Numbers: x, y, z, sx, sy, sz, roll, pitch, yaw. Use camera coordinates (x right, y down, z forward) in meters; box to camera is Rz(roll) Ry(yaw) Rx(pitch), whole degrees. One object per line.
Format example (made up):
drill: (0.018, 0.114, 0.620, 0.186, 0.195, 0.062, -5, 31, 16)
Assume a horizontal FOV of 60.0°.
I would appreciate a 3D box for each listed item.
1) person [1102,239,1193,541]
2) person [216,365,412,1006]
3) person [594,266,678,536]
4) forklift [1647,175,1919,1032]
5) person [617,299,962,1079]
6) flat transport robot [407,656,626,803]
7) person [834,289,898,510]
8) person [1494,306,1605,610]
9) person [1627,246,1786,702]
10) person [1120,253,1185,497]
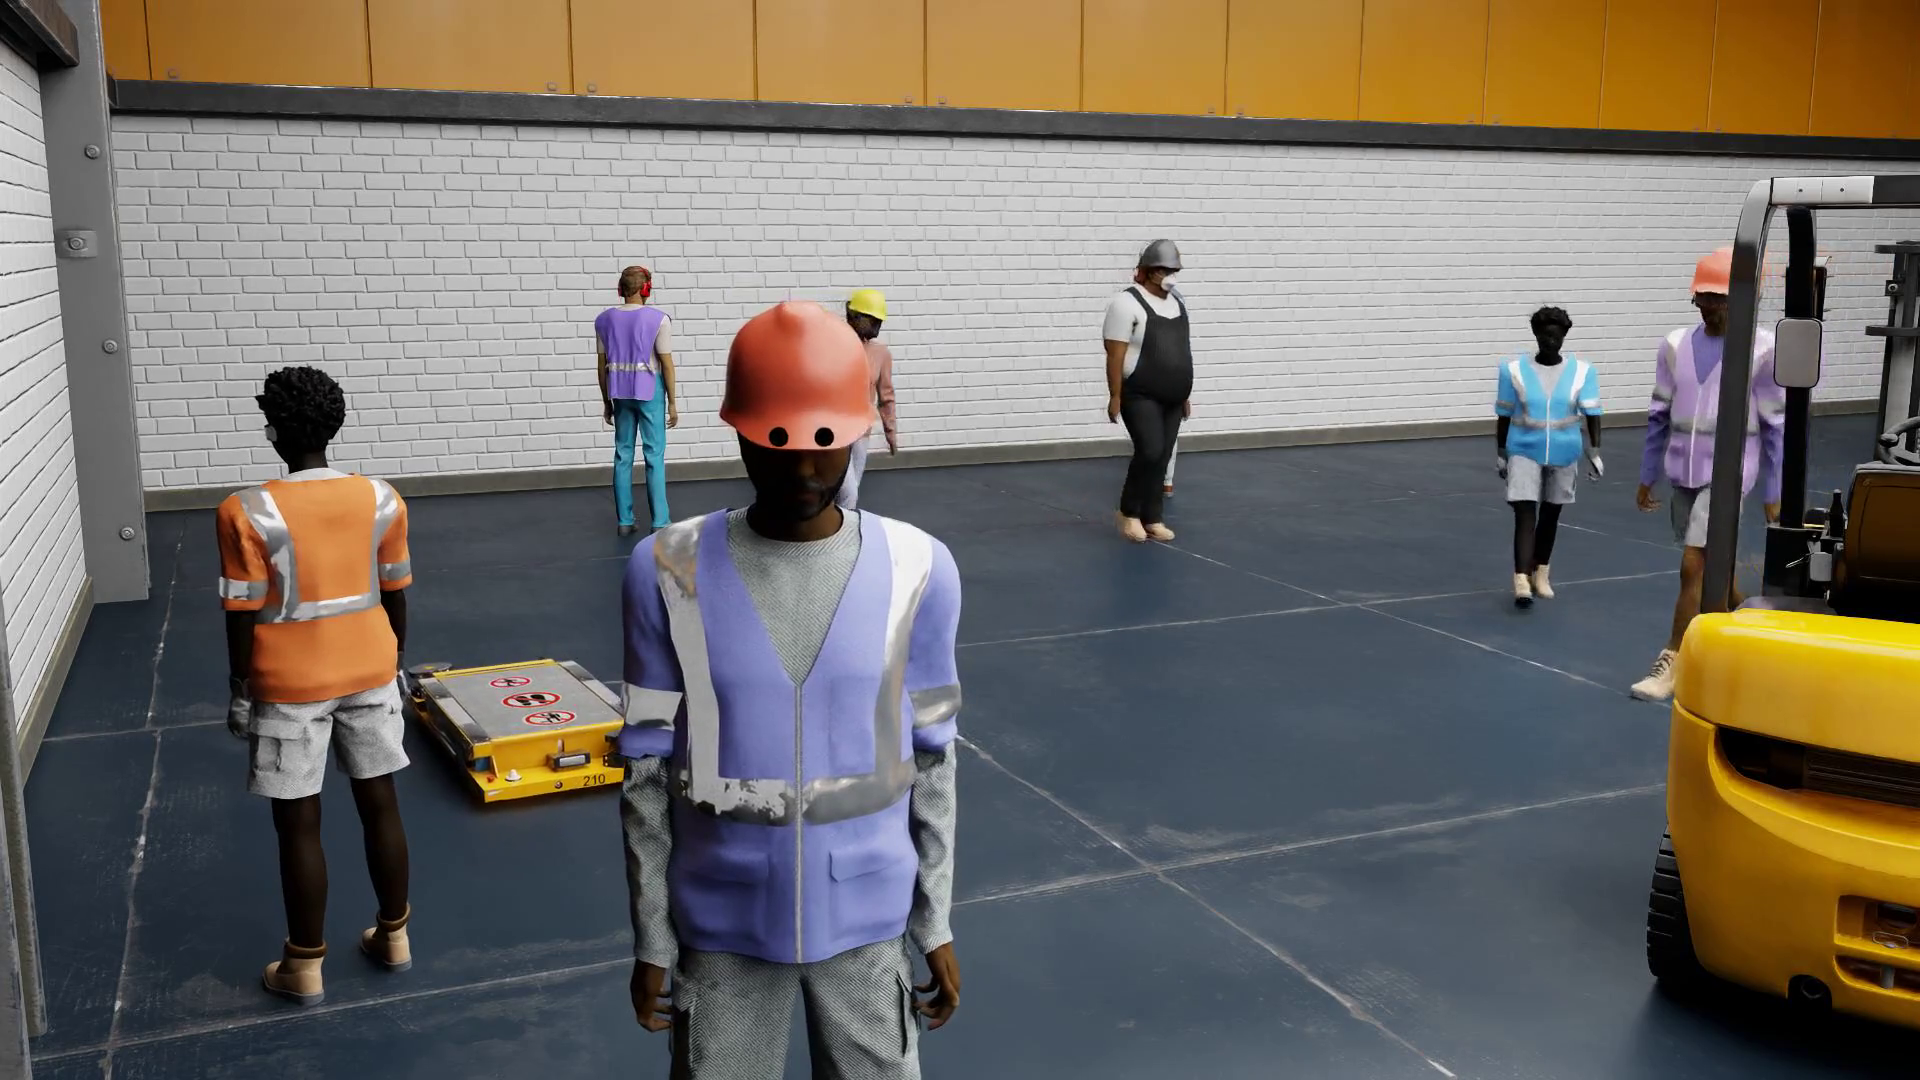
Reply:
person: (1.302, -0.990, 11.058, 0.713, 2.000, 0.538, -9, 13, -39)
person: (-1.708, 0.383, 4.461, 0.318, 1.691, 0.532, 8, 13, 39)
person: (-2.190, -0.930, 11.286, 0.564, 1.838, 0.390, 3, 11, 15)
forklift: (2.810, 0.094, 4.662, 1.214, 2.155, 2.313, 7, 12, 34)
person: (-0.256, 0.593, 2.629, 0.542, 1.933, 0.372, -2, 10, -9)
flat transport robot: (-1.725, 0.706, 6.592, 0.652, 0.197, 1.431, -6, 12, -28)
person: (-0.648, -0.616, 9.858, 0.541, 1.723, 0.705, -9, 14, -41)
person: (3.206, -0.438, 9.078, 0.558, 1.643, 0.863, 2, 11, 12)
person: (3.397, -0.309, 7.440, 0.993, 2.003, 0.634, -7, 12, -33)
person: (1.482, -1.271, 12.888, 0.373, 1.940, 0.630, 9, 13, 39)
